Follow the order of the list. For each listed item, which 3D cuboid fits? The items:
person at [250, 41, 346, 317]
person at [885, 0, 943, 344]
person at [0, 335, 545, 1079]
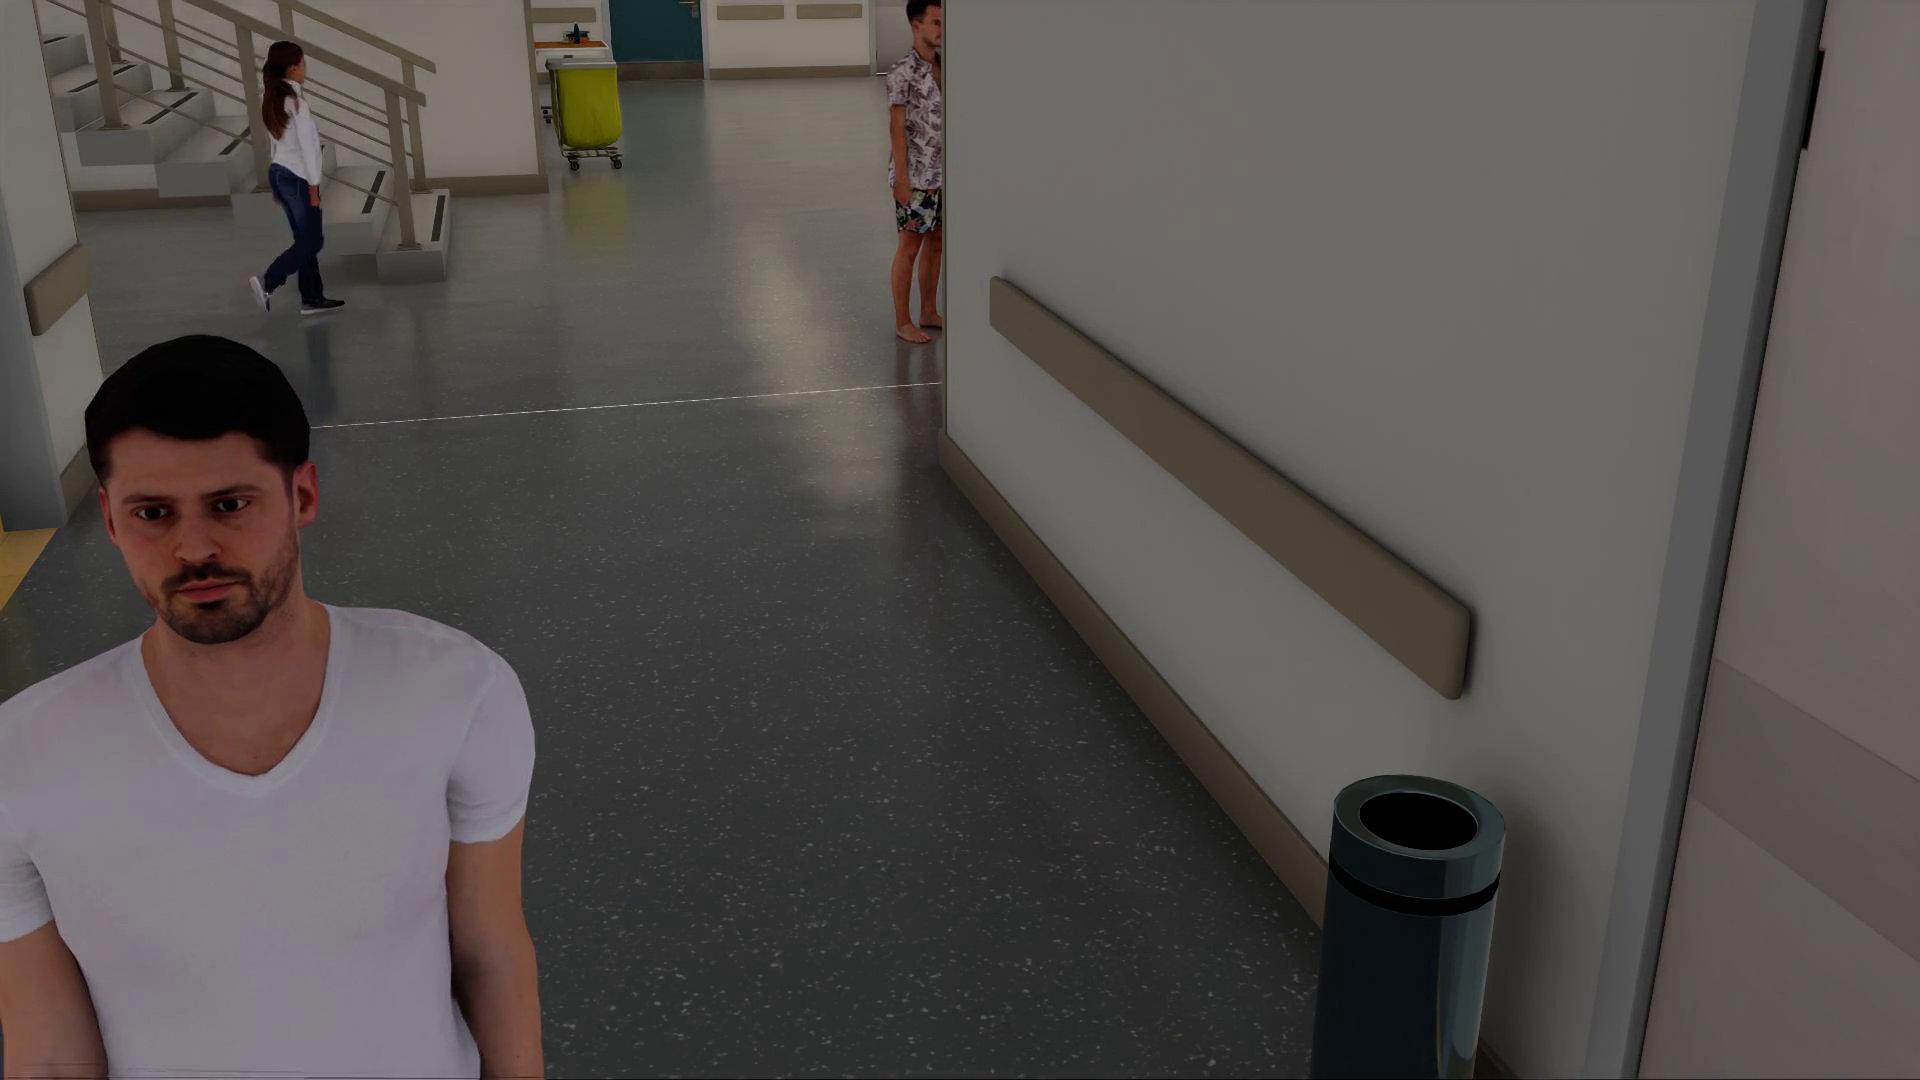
[{"bbox_3d":[-3.810,-1.994,9.375,0.845,1.543,0.948,14,25,33],"label":"person"},{"bbox_3d":[-0.207,-2.025,9.069,0.808,1.817,0.723,14,25,33],"label":"person"},{"bbox_3d":[-0.675,0.704,1.764,0.582,1.887,0.767,-9,22,-22],"label":"person"}]
